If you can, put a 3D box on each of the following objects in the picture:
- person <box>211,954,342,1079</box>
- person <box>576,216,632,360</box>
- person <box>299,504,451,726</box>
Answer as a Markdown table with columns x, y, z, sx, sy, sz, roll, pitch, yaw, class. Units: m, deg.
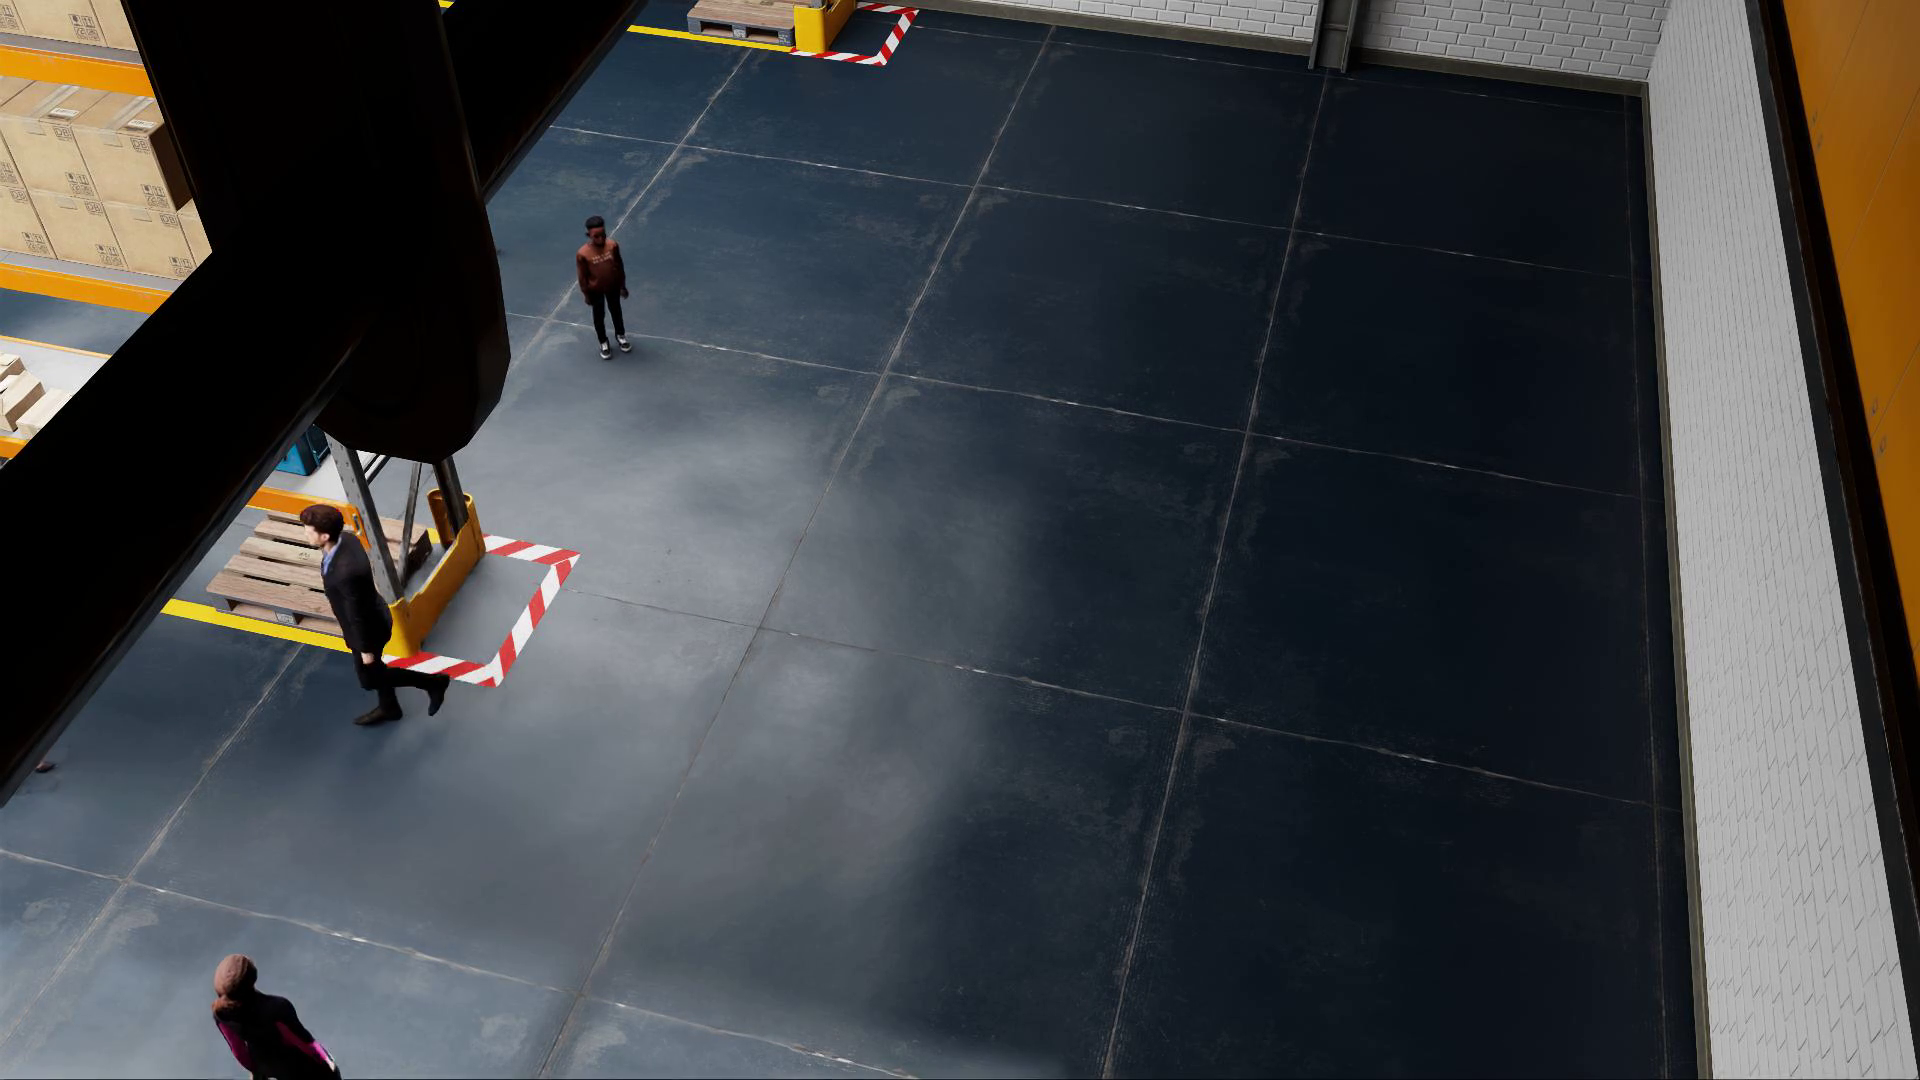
| x | y | z | sx | sy | sz | roll | pitch | yaw | class |
| --- | --- | --- | --- | --- | --- | --- | --- | --- | --- |
| -3.355 | 2.645 | 8.237 | 0.869 | 1.741 | 0.743 | 2 | 44 | 2 | person |
| -2.904 | -2.093 | 13.562 | 0.605 | 1.255 | 0.667 | -18 | 46 | -18 | person |
| -3.651 | 0.498 | 10.395 | 1.057 | 1.872 | 0.981 | -18 | 46 | -18 | person |
